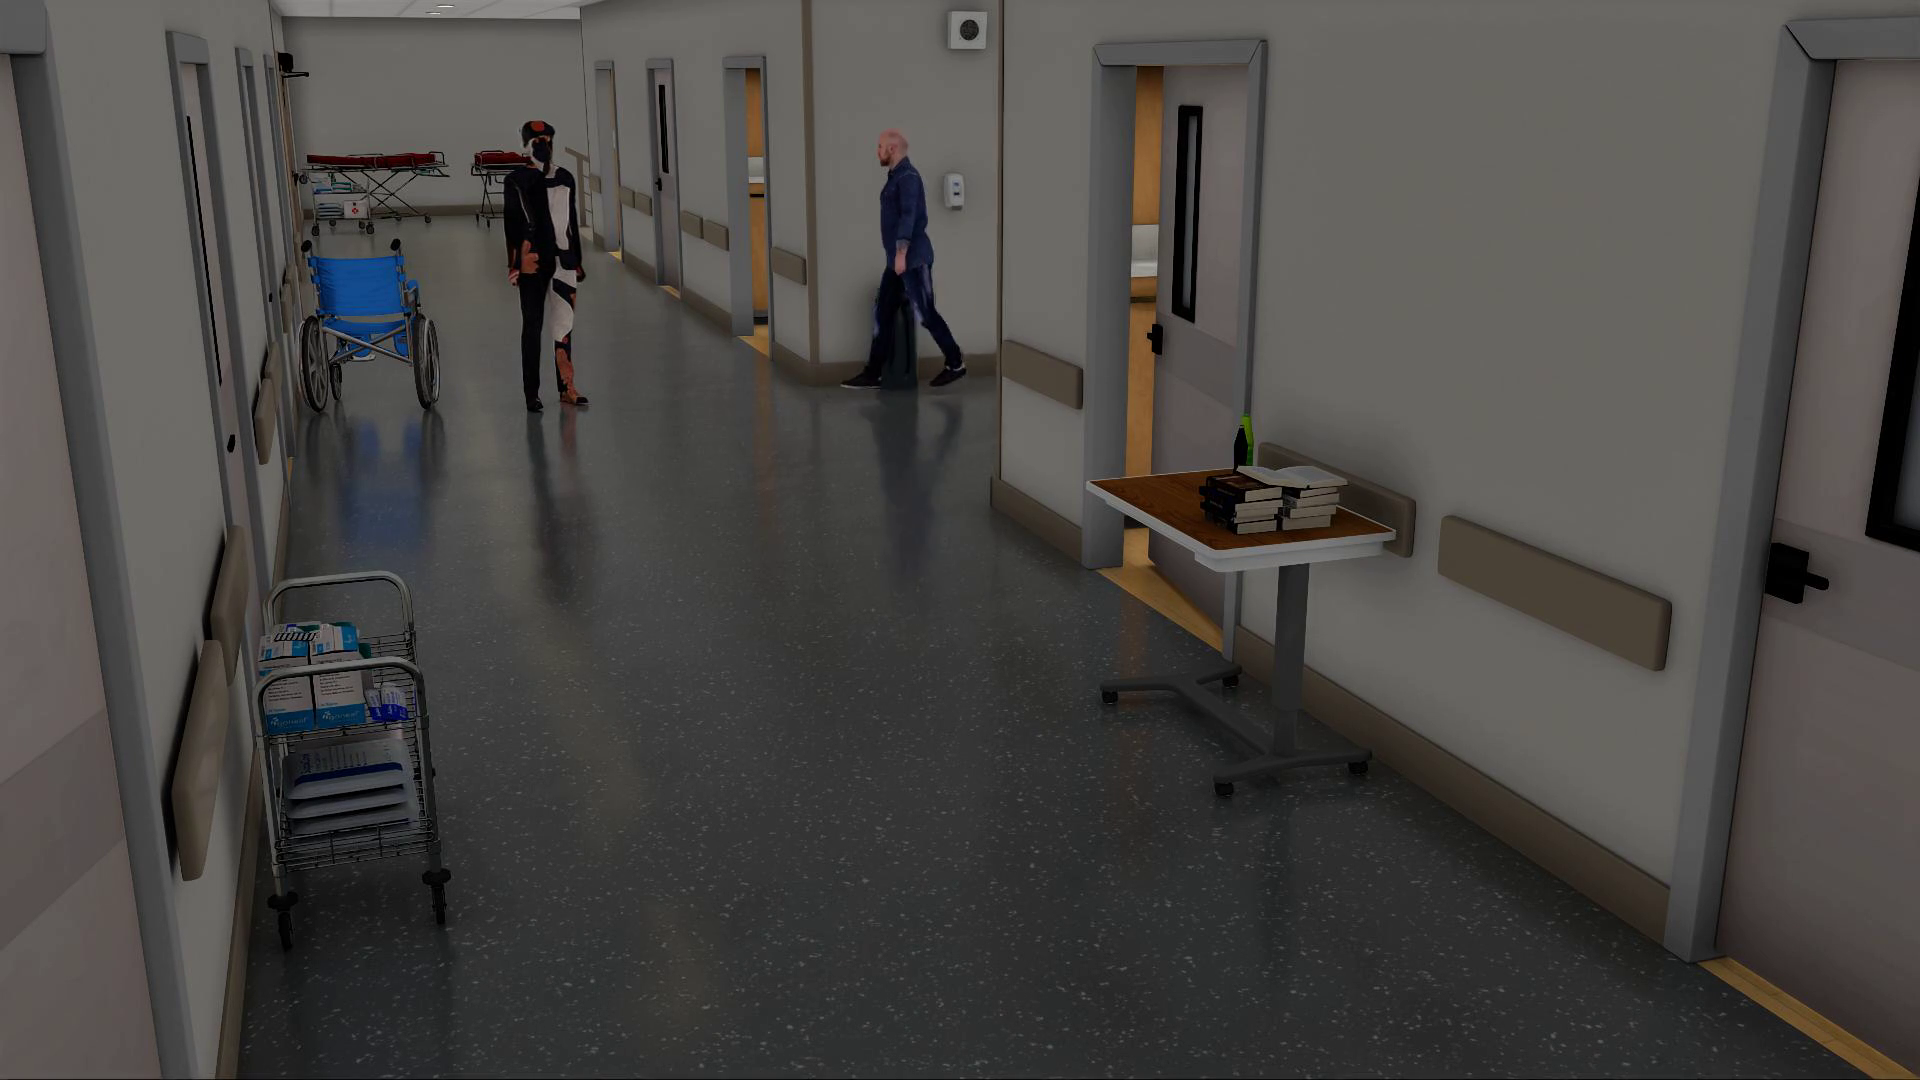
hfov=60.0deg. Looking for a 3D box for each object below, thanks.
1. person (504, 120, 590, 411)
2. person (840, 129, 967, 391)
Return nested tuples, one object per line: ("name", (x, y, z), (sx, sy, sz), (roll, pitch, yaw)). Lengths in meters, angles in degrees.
("person", (-2.765, -1.835, 11.110), (0.763, 1.891, 0.705), (-12, 20, -37))
("person", (-0.291, -1.896, 11.531), (0.808, 1.782, 1.076), (-5, 17, -18))
